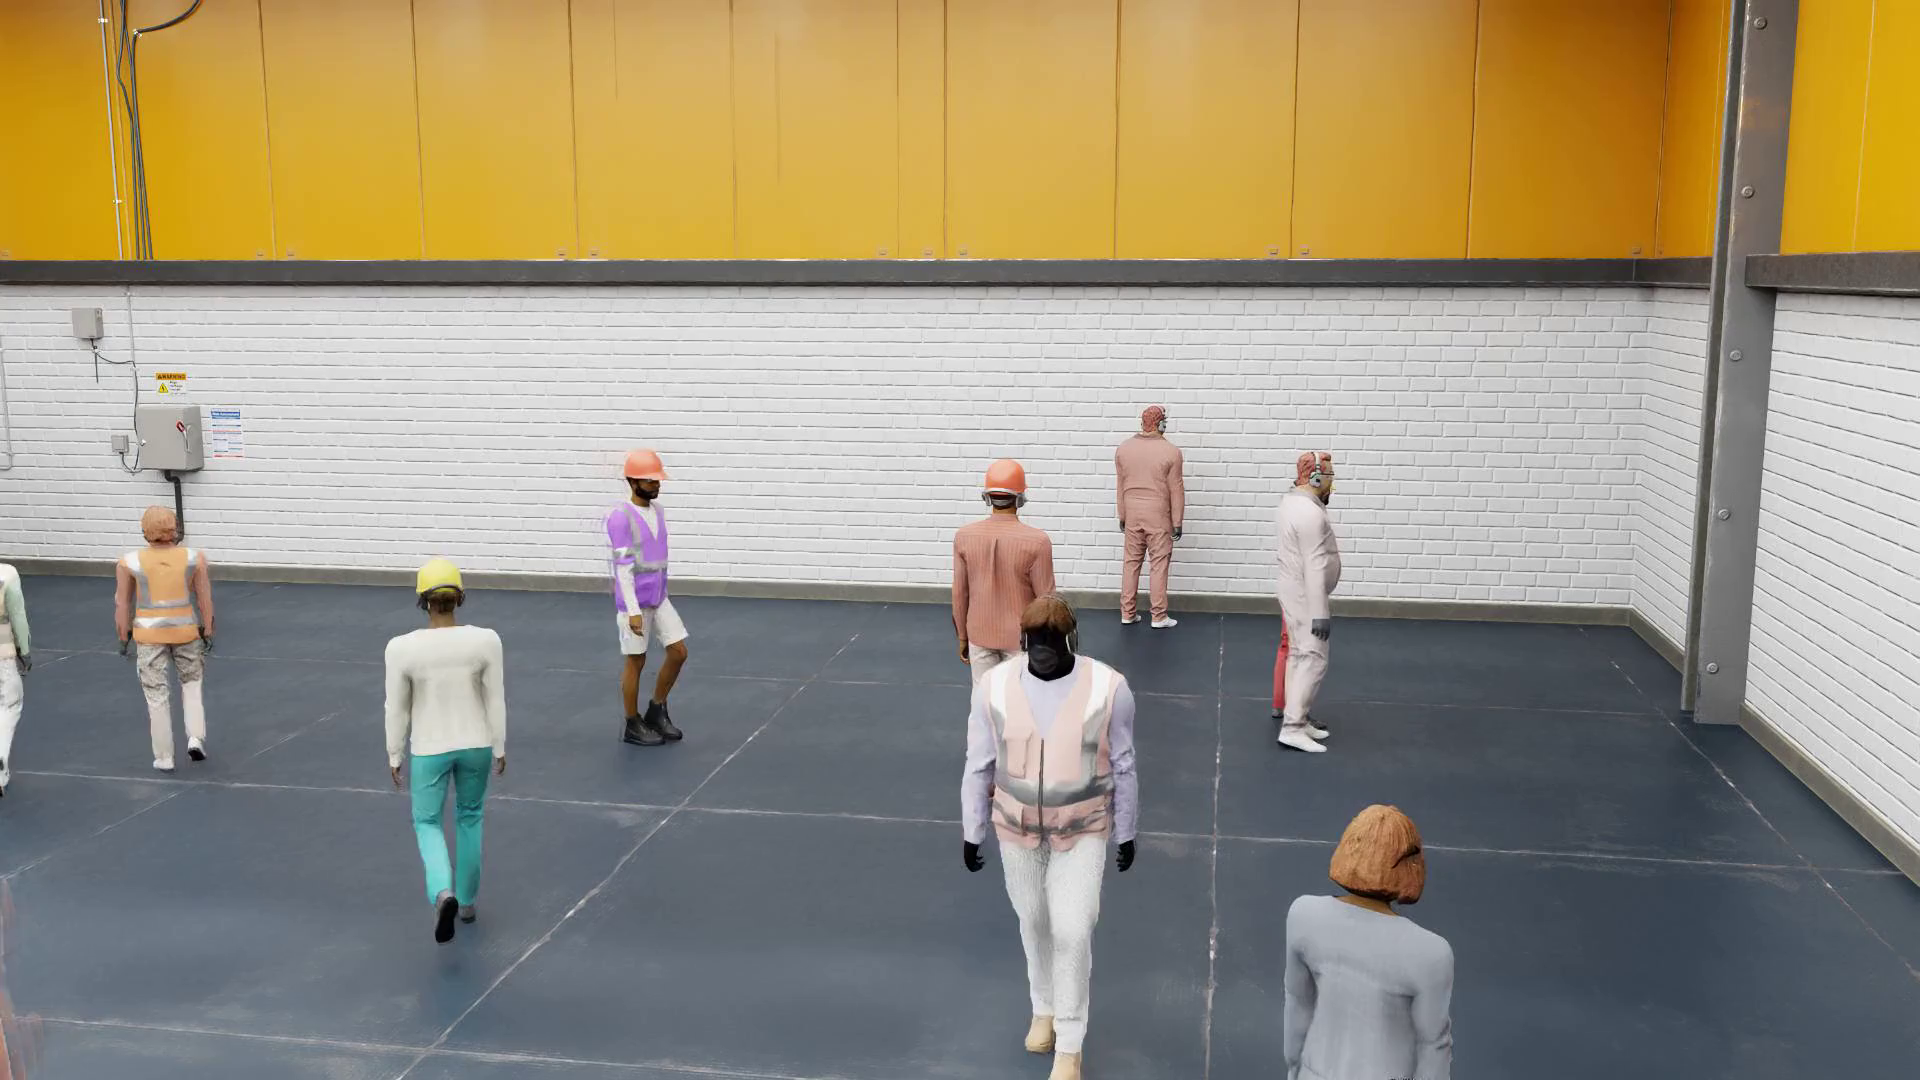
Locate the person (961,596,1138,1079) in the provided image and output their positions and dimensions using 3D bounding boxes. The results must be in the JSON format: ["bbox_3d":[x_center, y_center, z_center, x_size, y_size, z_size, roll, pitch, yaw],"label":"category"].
[{"bbox_3d":[0.308,1.122,6.241,0.660,1.816,0.767,3,10,16],"label":"person"}]

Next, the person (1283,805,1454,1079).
[{"bbox_3d":[1.083,1.507,4.482,0.501,1.624,0.286,8,12,41],"label":"person"}]

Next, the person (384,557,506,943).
[{"bbox_3d":[-2.307,0.955,7.535,0.530,1.746,0.647,-4,10,-25],"label":"person"}]

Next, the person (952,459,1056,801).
[{"bbox_3d":[0.255,0.540,9.298,0.618,1.997,0.373,4,10,23],"label":"person"}]

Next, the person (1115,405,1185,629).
[{"bbox_3d":[1.630,-0.194,14.139,0.641,1.903,0.402,6,11,34],"label":"person"}]

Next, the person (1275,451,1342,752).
[{"bbox_3d":[2.210,0.384,10.562,0.401,1.906,0.668,0,9,2],"label":"person"}]

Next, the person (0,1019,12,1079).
[{"bbox_3d":[-2.782,1.450,4.069,0.679,1.864,0.932,3,10,15],"label":"person"}]

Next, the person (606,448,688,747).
[{"bbox_3d":[-1.971,0.381,10.521,0.505,1.919,0.554,5,11,29],"label":"person"}]

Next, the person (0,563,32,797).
[{"bbox_3d":[-5.621,0.693,9.519,0.518,1.608,0.629,-3,10,-18],"label":"person"}]

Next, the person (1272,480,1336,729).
[{"bbox_3d":[2.310,0.374,11.074,0.349,1.758,0.522,-2,9,-11],"label":"person"}]

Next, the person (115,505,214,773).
[{"bbox_3d":[-4.804,0.598,10.070,0.527,1.627,0.338,-7,12,-39],"label":"person"}]
